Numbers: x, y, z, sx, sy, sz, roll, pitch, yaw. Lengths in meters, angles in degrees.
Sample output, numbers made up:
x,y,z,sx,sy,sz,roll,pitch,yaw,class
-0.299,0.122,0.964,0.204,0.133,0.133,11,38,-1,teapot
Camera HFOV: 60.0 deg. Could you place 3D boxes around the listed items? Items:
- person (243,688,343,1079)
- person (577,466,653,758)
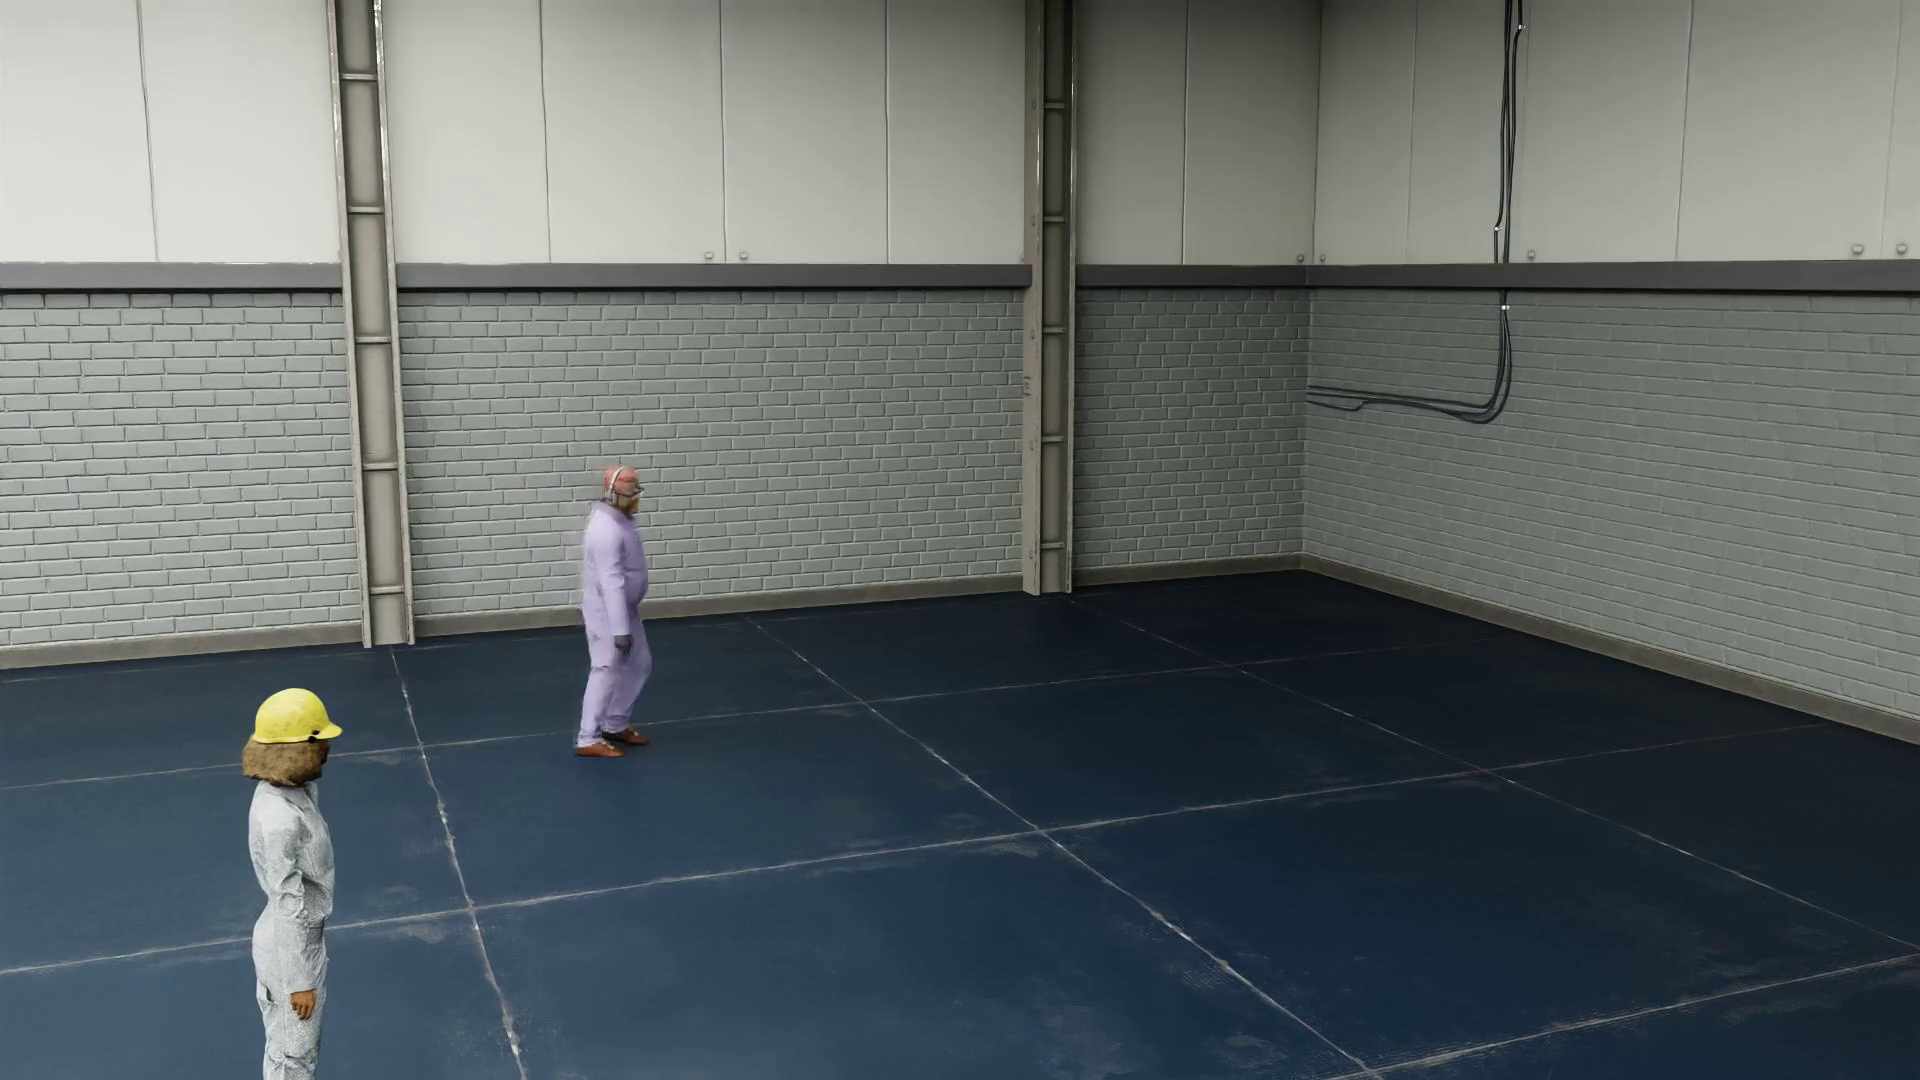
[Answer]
x,y,z,sx,sy,sz,roll,pitch,yaw,class
-2.103,1.325,5.325,0.316,1.742,0.492,-4,10,-22,person
-2.180,0.464,10.364,0.533,1.865,0.657,0,9,-2,person
